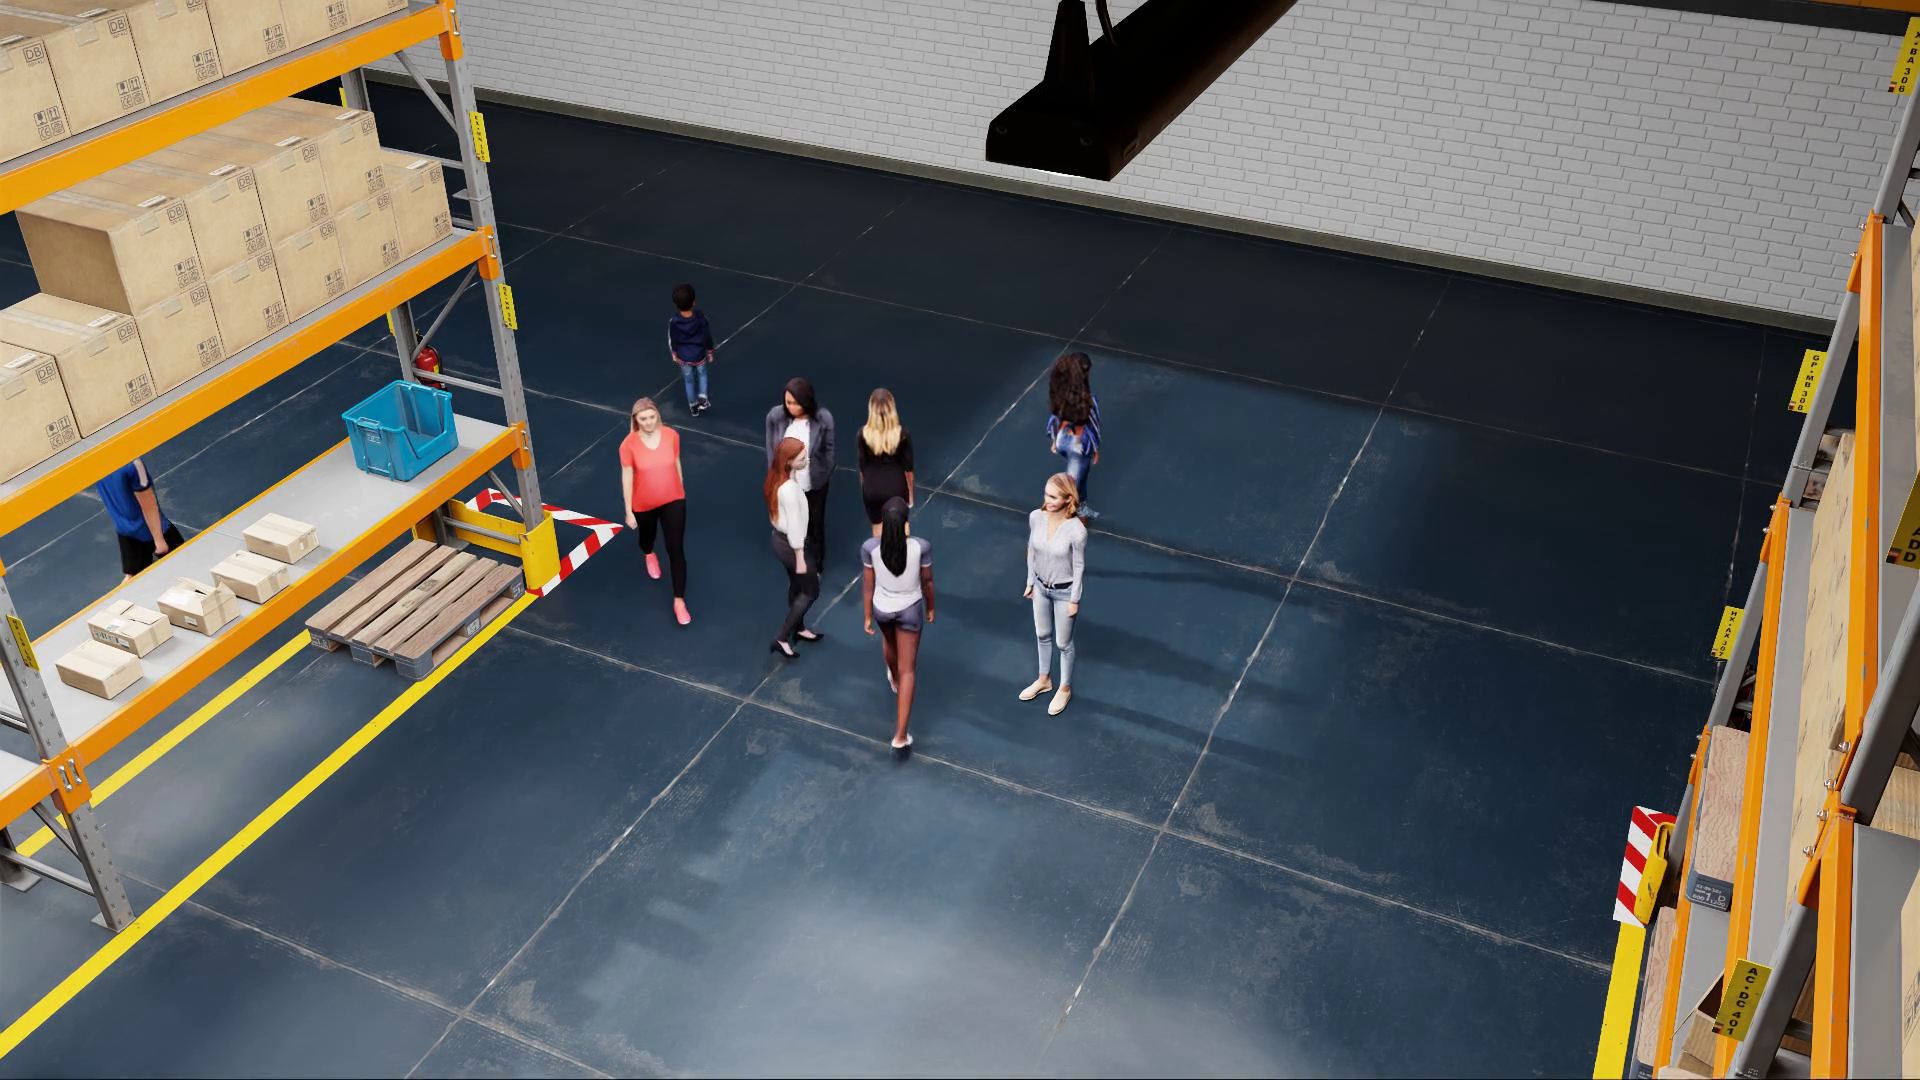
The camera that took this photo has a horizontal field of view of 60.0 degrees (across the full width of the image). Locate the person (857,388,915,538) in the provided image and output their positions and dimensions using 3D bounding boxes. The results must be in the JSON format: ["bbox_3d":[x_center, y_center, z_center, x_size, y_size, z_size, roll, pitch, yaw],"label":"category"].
[{"bbox_3d":[-0.538,-0.285,11.954,0.681,1.666,0.738,-2,34,-3],"label":"person"}]

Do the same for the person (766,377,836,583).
[{"bbox_3d":[-1.186,-0.511,12.391,0.897,1.559,1.123,1,34,2],"label":"person"}]

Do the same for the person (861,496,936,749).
[{"bbox_3d":[-0.407,0.547,10.693,0.946,1.675,1.285,2,34,3],"label":"person"}]

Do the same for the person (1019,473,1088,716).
[{"bbox_3d":[0.626,0.333,10.906,0.637,1.796,0.593,24,41,32],"label":"person"}]

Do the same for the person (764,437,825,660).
[{"bbox_3d":[-1.215,0.089,11.315,0.861,1.751,0.802,-13,36,-19],"label":"person"}]

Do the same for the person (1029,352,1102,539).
[{"bbox_3d":[0.826,-0.657,12.585,1.121,1.586,0.869,-27,42,-35],"label":"person"}]

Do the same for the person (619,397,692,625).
[{"bbox_3d":[-2.205,-0.287,11.966,1.123,1.655,1.176,-12,35,-17],"label":"person"}]

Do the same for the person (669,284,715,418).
[{"bbox_3d":[-2.322,-1.610,14.351,0.606,1.218,0.633,-4,34,-6],"label":"person"}]
